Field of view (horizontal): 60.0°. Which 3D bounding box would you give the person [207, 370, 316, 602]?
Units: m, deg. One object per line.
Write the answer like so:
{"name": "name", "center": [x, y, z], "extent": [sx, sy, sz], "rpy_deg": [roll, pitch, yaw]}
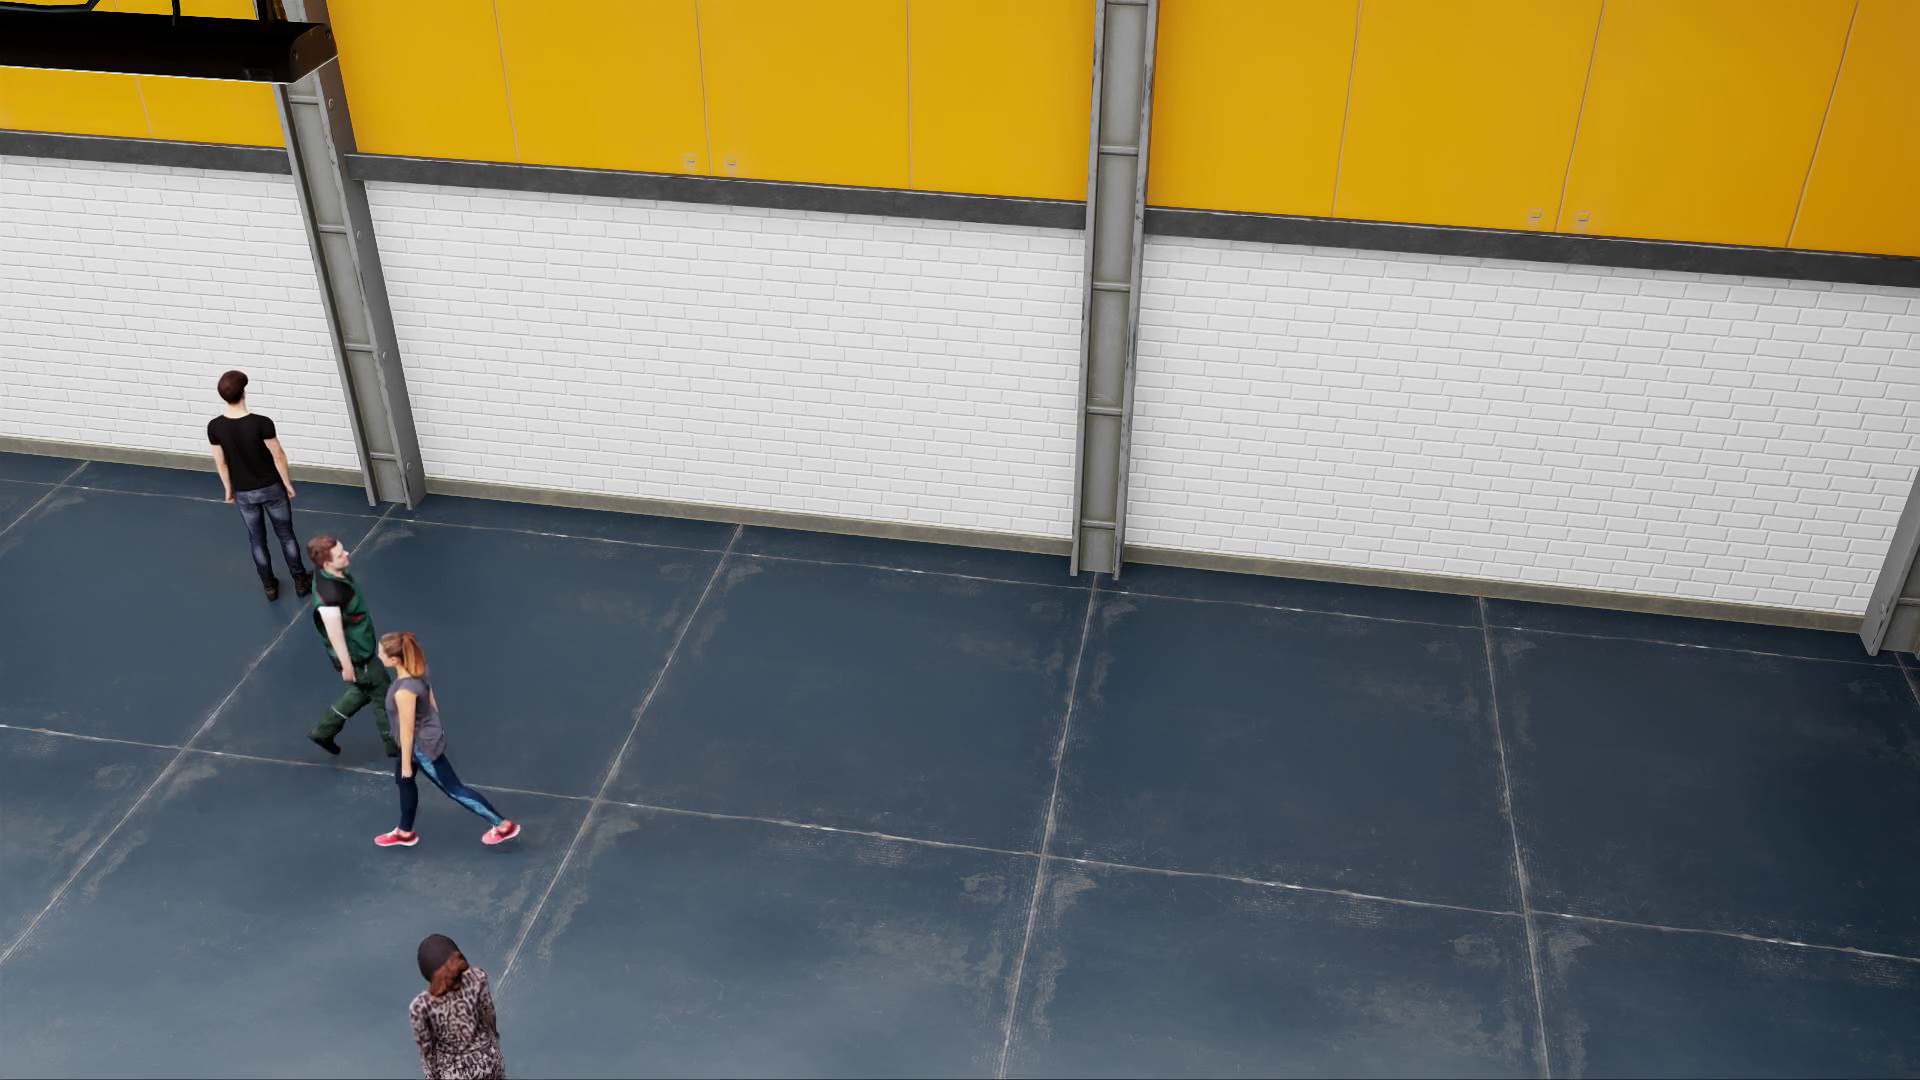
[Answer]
{"name": "person", "center": [-5.309, -0.397, 12.584], "extent": [0.621, 1.896, 0.790], "rpy_deg": [-5, 34, -7]}

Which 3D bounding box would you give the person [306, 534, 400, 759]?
{"name": "person", "center": [-4.060, 0.730, 10.954], "extent": [1.100, 1.825, 0.978], "rpy_deg": [-14, 36, -20]}

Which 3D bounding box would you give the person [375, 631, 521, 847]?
{"name": "person", "center": [-3.213, 1.282, 10.250], "extent": [1.216, 1.683, 0.800], "rpy_deg": [-3, 34, -5]}

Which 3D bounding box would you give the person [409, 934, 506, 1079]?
{"name": "person", "center": [-2.390, 2.644, 8.190], "extent": [0.816, 1.696, 0.874], "rpy_deg": [-20, 39, -28]}
